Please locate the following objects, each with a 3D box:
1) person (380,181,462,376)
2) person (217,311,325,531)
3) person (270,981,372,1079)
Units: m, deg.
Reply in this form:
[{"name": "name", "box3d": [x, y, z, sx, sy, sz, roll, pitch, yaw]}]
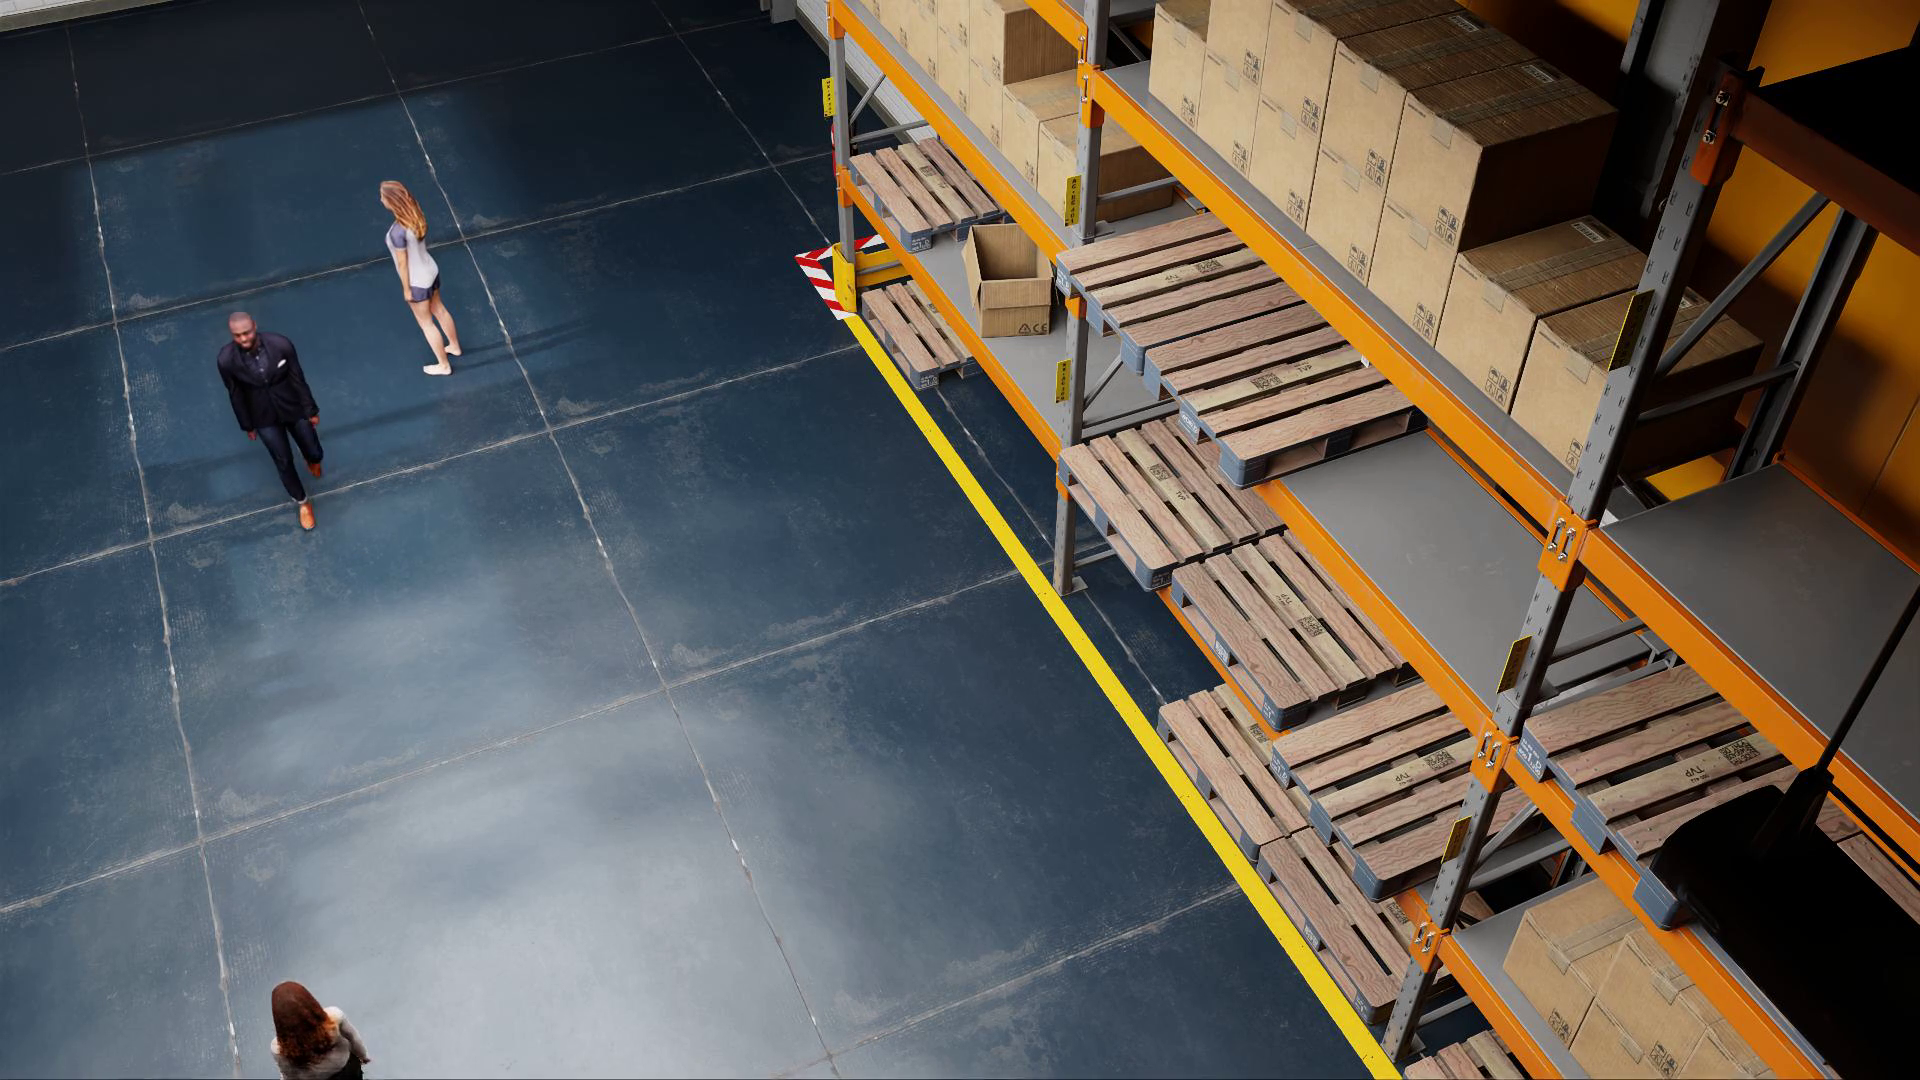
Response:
[{"name": "person", "box3d": [-4.288, -2.092, 13.239, 0.739, 1.726, 0.644, 6, 44, 6]}, {"name": "person", "box3d": [-4.900, -0.943, 11.976, 0.691, 1.805, 0.882, -18, 46, -18]}, {"name": "person", "box3d": [-3.142, 2.719, 8.366, 0.611, 1.481, 0.606, -28, 50, -26]}]
